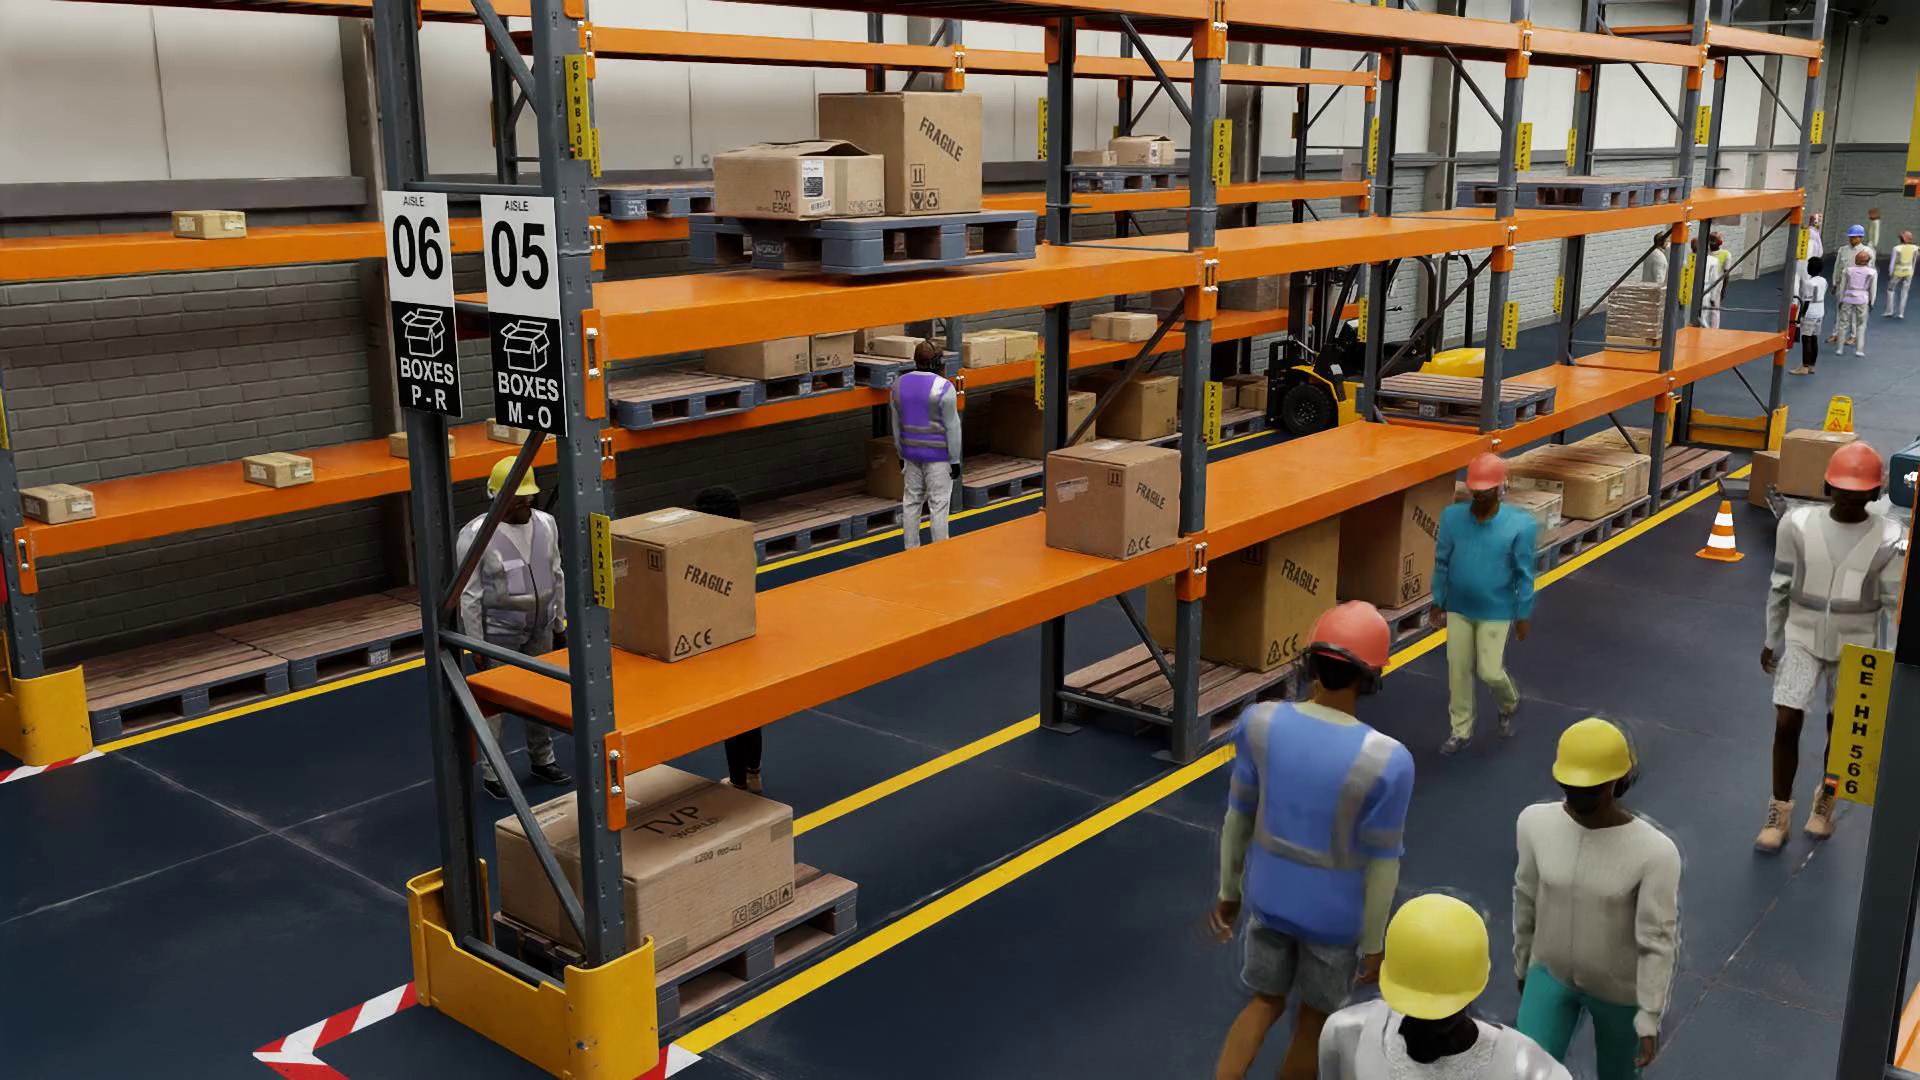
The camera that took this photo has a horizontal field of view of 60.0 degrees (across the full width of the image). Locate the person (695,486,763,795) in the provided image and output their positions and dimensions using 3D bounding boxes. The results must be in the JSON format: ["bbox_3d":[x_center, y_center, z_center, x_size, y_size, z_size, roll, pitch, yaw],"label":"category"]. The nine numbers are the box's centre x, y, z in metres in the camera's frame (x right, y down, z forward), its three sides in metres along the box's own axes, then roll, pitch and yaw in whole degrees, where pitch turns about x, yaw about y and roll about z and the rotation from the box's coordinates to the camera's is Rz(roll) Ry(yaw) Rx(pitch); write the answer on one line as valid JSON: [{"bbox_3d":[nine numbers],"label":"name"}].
[{"bbox_3d":[-1.189,0.561,8.489,0.317,1.698,0.540,3,14,12],"label":"person"}]

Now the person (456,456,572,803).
[{"bbox_3d":[-2.309,0.455,8.676,0.404,1.823,0.590,12,18,40],"label":"person"}]

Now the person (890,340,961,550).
[{"bbox_3d":[-0.243,-0.662,13.179,0.625,1.843,0.429,9,16,33],"label":"person"}]

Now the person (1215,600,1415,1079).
[{"bbox_3d":[1.078,1.188,5.306,0.628,2.005,0.690,12,18,40],"label":"person"}]

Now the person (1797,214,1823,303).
[{"bbox_3d":[16.383,-5.328,32.061,0.399,1.900,0.644,5,15,19],"label":"person"}]

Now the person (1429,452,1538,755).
[{"bbox_3d":[2.914,0.348,9.287,0.572,1.734,0.480,12,18,40],"label":"person"}]

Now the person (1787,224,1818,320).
[{"bbox_3d":[15.189,-4.805,30.082,0.535,1.823,0.567,4,14,15],"label":"person"}]

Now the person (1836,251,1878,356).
[{"bbox_3d":[13.956,-3.676,25.895,0.514,1.628,0.336,11,17,37],"label":"person"}]

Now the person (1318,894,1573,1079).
[{"bbox_3d":[1.024,1.662,3.665,0.590,1.862,1.028,7,16,27],"label":"person"}]

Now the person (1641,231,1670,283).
[{"bbox_3d":[10.788,-3.829,25.902,0.378,1.931,0.624,2,14,7],"label":"person"}]

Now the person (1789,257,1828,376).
[{"bbox_3d":[12.174,-3.201,23.826,0.567,1.694,0.317,-11,18,-39],"label":"person"}]

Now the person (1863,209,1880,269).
[{"bbox_3d":[21.930,-7.171,40.139,0.499,1.615,0.521,4,14,14],"label":"person"}]

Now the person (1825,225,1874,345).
[{"bbox_3d":[14.605,-4.180,27.281,0.385,1.948,0.605,-10,17,-34],"label":"person"}]

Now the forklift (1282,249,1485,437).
[{"bbox_3d":[4.886,-2.214,18.767,2.313,2.155,1.214,11,18,38],"label":"forklift"}]

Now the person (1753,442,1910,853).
[{"bbox_3d":[4.155,0.533,7.953,0.633,2.007,0.839,10,17,35],"label":"person"}]

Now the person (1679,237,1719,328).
[{"bbox_3d":[11.437,-3.763,25.782,0.584,1.858,0.655,2,14,10],"label":"person"}]

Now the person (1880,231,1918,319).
[{"bbox_3d":[17.570,-4.951,31.087,0.541,1.626,0.471,0,14,1],"label":"person"}]

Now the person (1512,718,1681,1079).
[{"bbox_3d":[1.918,1.374,5.133,0.535,1.717,0.903,11,18,38],"label":"person"}]
